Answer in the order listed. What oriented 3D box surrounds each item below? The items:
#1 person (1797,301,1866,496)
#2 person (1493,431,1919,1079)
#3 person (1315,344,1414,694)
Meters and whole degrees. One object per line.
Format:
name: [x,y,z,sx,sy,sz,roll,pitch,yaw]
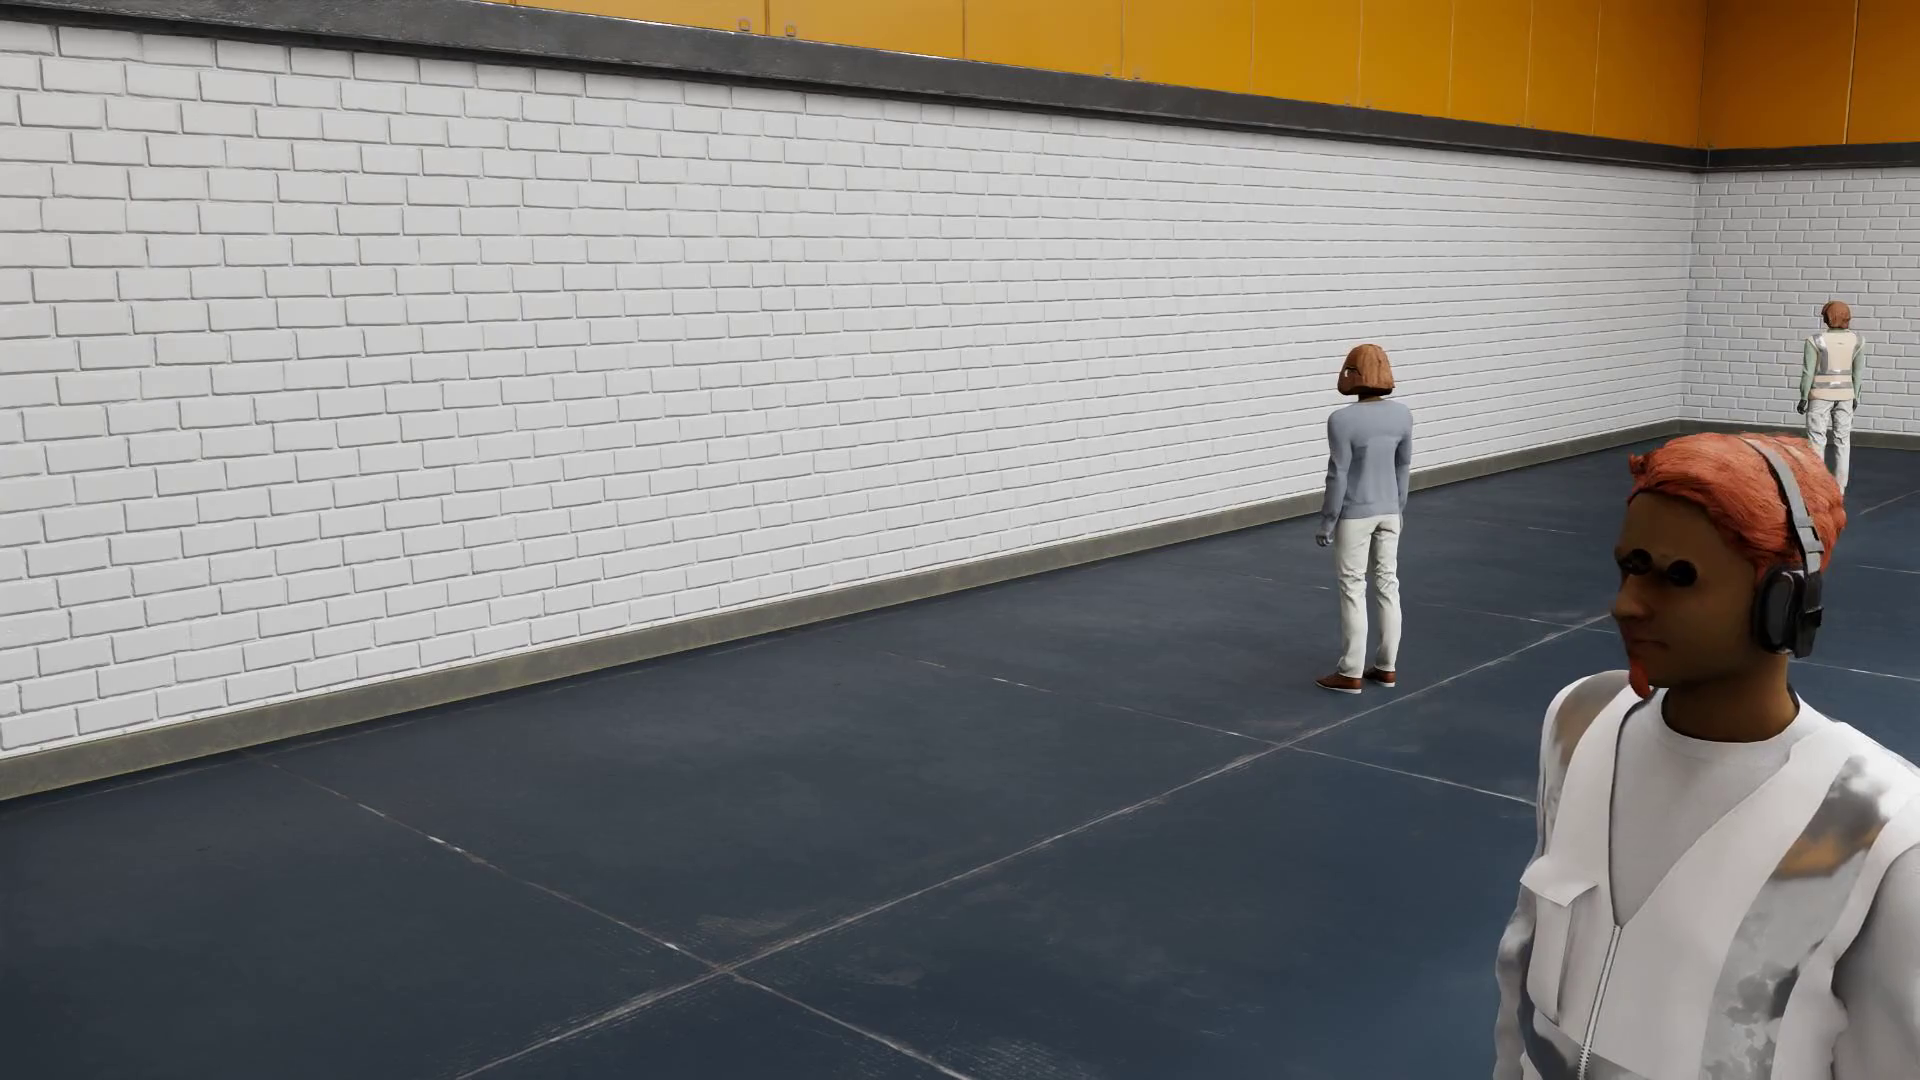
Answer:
person: [7.242,-1.164,13.849,0.514,1.641,0.308,0,10,-2]
person: [0.807,0.814,1.900,0.355,1.882,0.575,-4,11,-23]
person: [1.890,-0.097,7.791,0.498,1.634,0.278,-5,11,-28]
